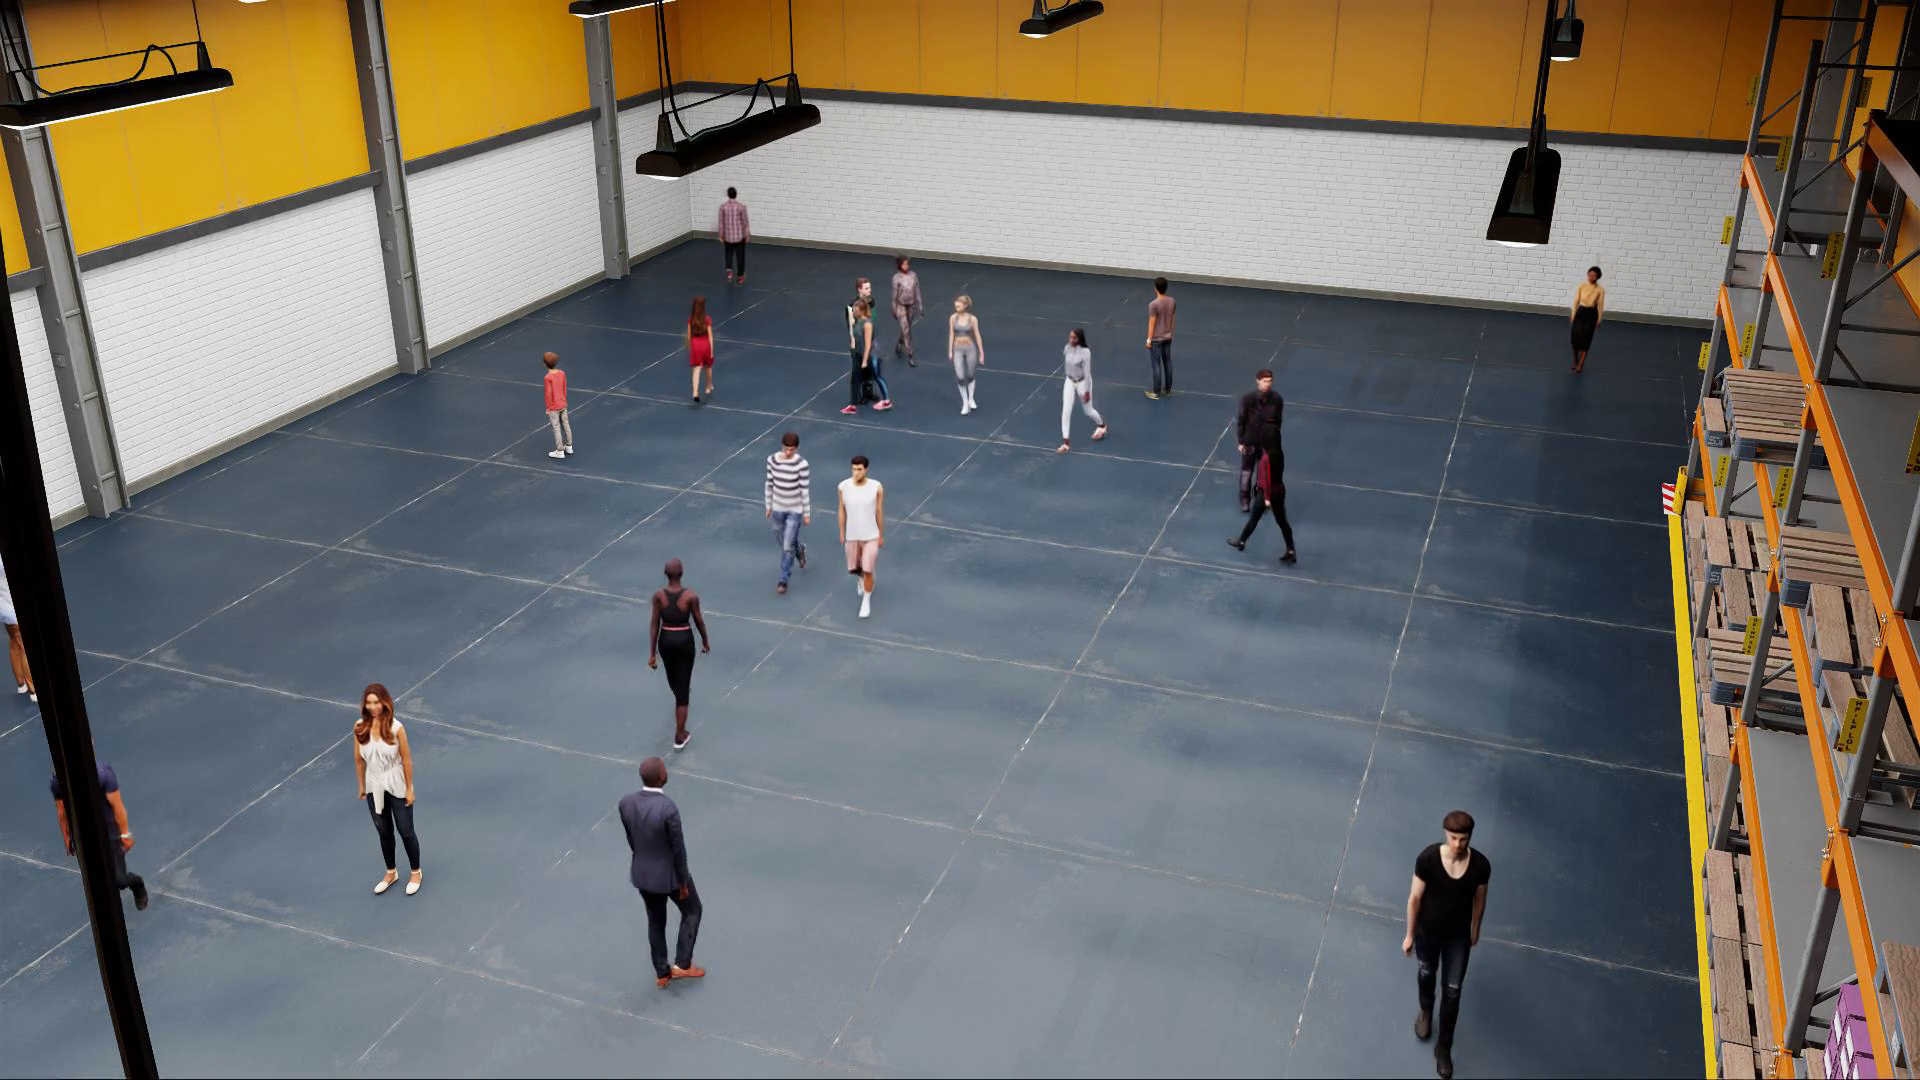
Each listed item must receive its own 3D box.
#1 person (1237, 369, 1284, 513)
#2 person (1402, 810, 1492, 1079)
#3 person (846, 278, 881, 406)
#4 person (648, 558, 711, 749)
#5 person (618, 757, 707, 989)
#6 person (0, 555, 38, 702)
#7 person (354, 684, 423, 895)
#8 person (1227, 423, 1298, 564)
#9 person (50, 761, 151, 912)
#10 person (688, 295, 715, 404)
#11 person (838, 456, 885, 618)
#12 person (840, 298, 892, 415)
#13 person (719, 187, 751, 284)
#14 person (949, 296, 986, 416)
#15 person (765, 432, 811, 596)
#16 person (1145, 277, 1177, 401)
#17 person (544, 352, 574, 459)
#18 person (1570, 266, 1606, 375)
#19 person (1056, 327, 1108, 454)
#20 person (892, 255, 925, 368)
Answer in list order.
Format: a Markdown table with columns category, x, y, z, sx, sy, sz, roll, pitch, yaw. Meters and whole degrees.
| category | x | y | z | sx | sy | sz | roll | pitch | yaw |
| --- | --- | --- | --- | --- | --- | --- | --- | --- | --- |
| person | 3.563 | -1.222 | 20.058 | 0.810 | 1.820 | 0.792 | 0 | 24 | 1 |
| person | 3.272 | 2.592 | 11.273 | 0.685 | 1.867 | 0.957 | 7 | 25 | 16 |
| person | -1.385 | -2.857 | 23.771 | 0.773 | 1.840 | 0.633 | 19 | 30 | 37 |
| person | -2.581 | 1.045 | 15.003 | 0.848 | 1.714 | 1.207 | 2 | 24 | 4 |
| person | -2.172 | 2.409 | 11.763 | 0.739 | 1.809 | 0.677 | 14 | 27 | 28 |
| person | -8.950 | 0.654 | 15.762 | 0.739 | 1.823 | 0.673 | 16 | 28 | 32 |
| person | -4.430 | 1.924 | 12.904 | 0.644 | 1.786 | 0.602 | 3 | 24 | 7 |
| person | 3.578 | -0.485 | 18.636 | 0.835 | 1.609 | 1.074 | 15 | 28 | 31 |
| person | -6.378 | 2.157 | 12.378 | 0.837 | 1.779 | 0.937 | -2 | 24 | -4 |
| person | -3.741 | -2.722 | 23.854 | 0.727 | 1.526 | 1.097 | 2 | 24 | 4 |
| person | -1.000 | -0.089 | 17.525 | 0.736 | 1.772 | 0.947 | 4 | 24 | 8 |
| person | -1.236 | -2.581 | 23.346 | 1.107 | 1.675 | 0.962 | -11 | 26 | -23 |
| person | -4.054 | -5.440 | 29.789 | 0.833 | 1.754 | 0.929 | 1 | 24 | 2 |
| person | 0.068 | -2.642 | 23.495 | 0.793 | 1.668 | 0.937 | 1 | 24 | 2 |
| person | -1.834 | -0.358 | 18.097 | 0.669 | 1.806 | 1.046 | 9 | 25 | 20 |
| person | 2.909 | -2.918 | 23.988 | 0.680 | 1.779 | 0.764 | -14 | 27 | -29 |
| person | -5.293 | -1.784 | 21.846 | 0.611 | 1.417 | 0.462 | 13 | 27 | 27 |
| person | 9.460 | -3.327 | 25.087 | 0.638 | 1.647 | 0.660 | 13 | 27 | 27 |
| person | 1.624 | -2.020 | 22.059 | 0.911 | 1.679 | 1.239 | 19 | 30 | 37 |
| person | -0.857 | -3.535 | 25.532 | 1.093 | 1.672 | 1.131 | -11 | 26 | -24 |
